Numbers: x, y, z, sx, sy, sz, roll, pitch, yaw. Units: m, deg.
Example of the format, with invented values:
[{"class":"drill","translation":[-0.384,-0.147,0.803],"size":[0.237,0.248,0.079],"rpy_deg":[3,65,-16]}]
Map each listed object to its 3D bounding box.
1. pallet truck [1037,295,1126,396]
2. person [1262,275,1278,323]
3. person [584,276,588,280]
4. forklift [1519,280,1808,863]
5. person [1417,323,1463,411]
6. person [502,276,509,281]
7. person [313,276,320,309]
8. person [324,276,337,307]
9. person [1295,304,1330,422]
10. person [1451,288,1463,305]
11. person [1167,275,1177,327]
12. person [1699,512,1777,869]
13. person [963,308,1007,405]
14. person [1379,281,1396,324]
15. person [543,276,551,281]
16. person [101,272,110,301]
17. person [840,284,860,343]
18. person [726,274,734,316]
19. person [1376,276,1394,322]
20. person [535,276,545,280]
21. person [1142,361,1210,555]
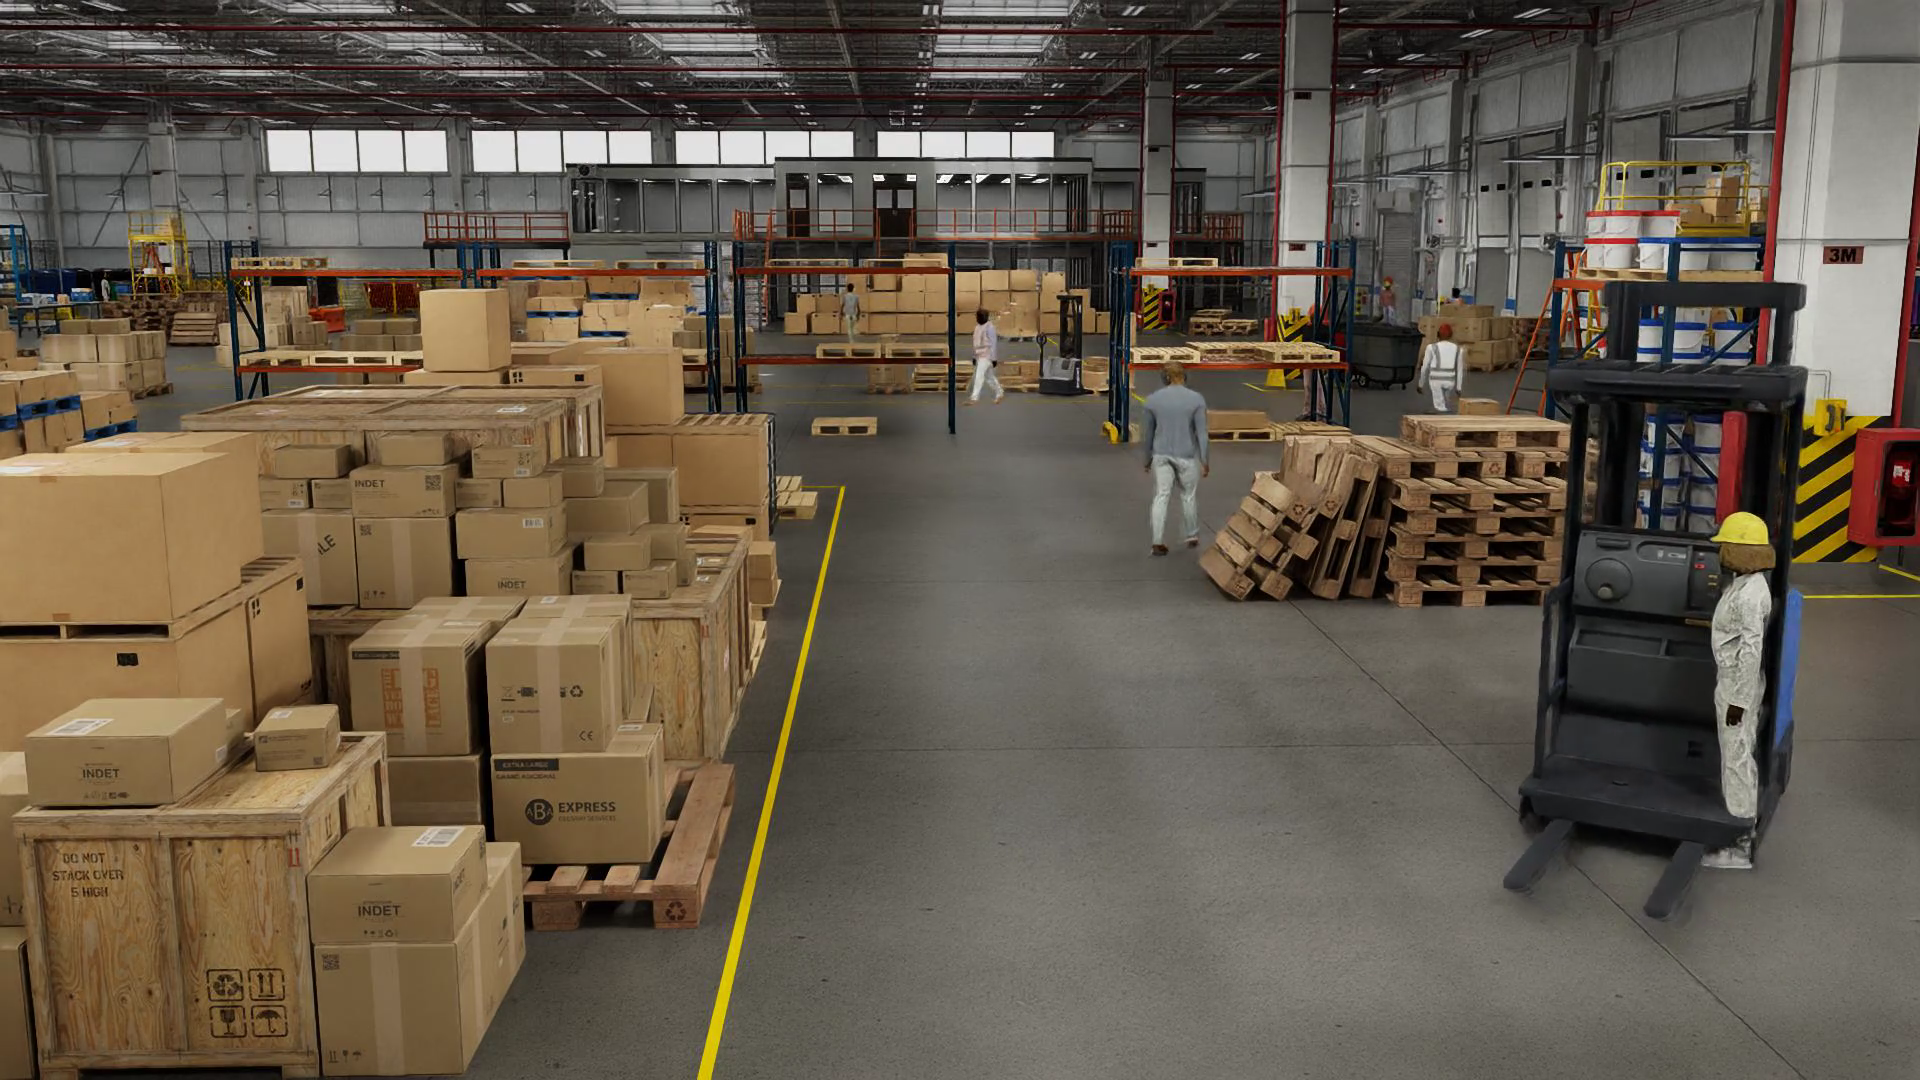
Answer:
[{"class":"pallet truck","translation":[2.483,-3.881,33.060],"size":[1.885,1.965,0.823],"rpy_deg":[-7,13,-36]},{"class":"person","translation":[11.633,-9.134,62.462],"size":[0.603,1.949,0.389],"rpy_deg":[5,11,24]},{"class":"person","translation":[-10.951,-6.782,49.096],"size":[0.607,2.044,0.374],"rpy_deg":[4,11,21]},{"class":"forklift","translation":[3.870,0.019,8.874],"size":[1.129,2.768,1.873],"rpy_deg":[6,12,32]},{"class":"person","translation":[7.166,-2.297,24.705],"size":[0.579,1.837,1.001],"rpy_deg":[-2,10,-13]},{"class":"person","translation":[-15.320,-8.031,56.524],"size":[0.534,1.889,1.012],"rpy_deg":[6,12,31]},{"class":"person","translation":[-25.284,-9.570,65.429],"size":[0.344,1.756,0.518],"rpy_deg":[-6,12,-30]},{"class":"person","translation":[-25.883,-10.141,68.341],"size":[0.596,1.848,0.904],"rpy_deg":[0,10,1]},{"class":"person","translation":[5.969,-2.977,28.027],"size":[0.375,1.997,0.612],"rpy_deg":[-8,13,-38]},{"class":"person","translation":[14.907,-6.707,49.691],"size":[0.590,1.673,0.539],"rpy_deg":[-3,11,-15]},{"class":"person","translation":[7.558,-8.612,59.422],"size":[0.377,1.995,0.608],"rpy_deg":[1,10,7]},{"class":"person","translation":[3.762,0.726,8.102],"size":[0.307,1.743,0.494],"rpy_deg":[4,11,21]},{"class":"person","translation":[0.503,-3.420,31.046],"size":[0.919,1.811,0.647],"rpy_deg":[-5,11,-24]},{"class":"person","translation":[14.216,-7.759,55.395],"size":[0.519,1.725,0.799],"rpy_deg":[6,12,29]},{"class":"person","translation":[-16.494,-9.769,66.186],"size":[0.604,1.873,1.019],"rpy_deg":[-3,11,-17]},{"class":"person","translation":[-32.941,-9.405,64.213],"size":[0.326,1.865,0.519],"rpy_deg":[-10,14,-43]},{"class":"person","translation":[-3.201,-6.507,48.195],"size":[0.545,1.817,0.999],"rpy_deg":[-3,11,-16]},{"class":"person","translation":[-7.868,-8.152,57.044],"size":[0.512,1.927,0.645],"rpy_deg":[-5,11,-24]},{"class":"person","translation":[14.422,-8.029,56.523],"size":[0.793,1.889,0.562],"rpy_deg":[3,11,17]},{"class":"person","translation":[-15.523,-9.083,61.919],"size":[0.539,2.000,0.688],"rpy_deg":[-7,12,-32]},{"class":"person","translation":[2.087,-0.794,16.203],"size":[0.697,1.889,0.922],"rpy_deg":[5,11,25]}]
